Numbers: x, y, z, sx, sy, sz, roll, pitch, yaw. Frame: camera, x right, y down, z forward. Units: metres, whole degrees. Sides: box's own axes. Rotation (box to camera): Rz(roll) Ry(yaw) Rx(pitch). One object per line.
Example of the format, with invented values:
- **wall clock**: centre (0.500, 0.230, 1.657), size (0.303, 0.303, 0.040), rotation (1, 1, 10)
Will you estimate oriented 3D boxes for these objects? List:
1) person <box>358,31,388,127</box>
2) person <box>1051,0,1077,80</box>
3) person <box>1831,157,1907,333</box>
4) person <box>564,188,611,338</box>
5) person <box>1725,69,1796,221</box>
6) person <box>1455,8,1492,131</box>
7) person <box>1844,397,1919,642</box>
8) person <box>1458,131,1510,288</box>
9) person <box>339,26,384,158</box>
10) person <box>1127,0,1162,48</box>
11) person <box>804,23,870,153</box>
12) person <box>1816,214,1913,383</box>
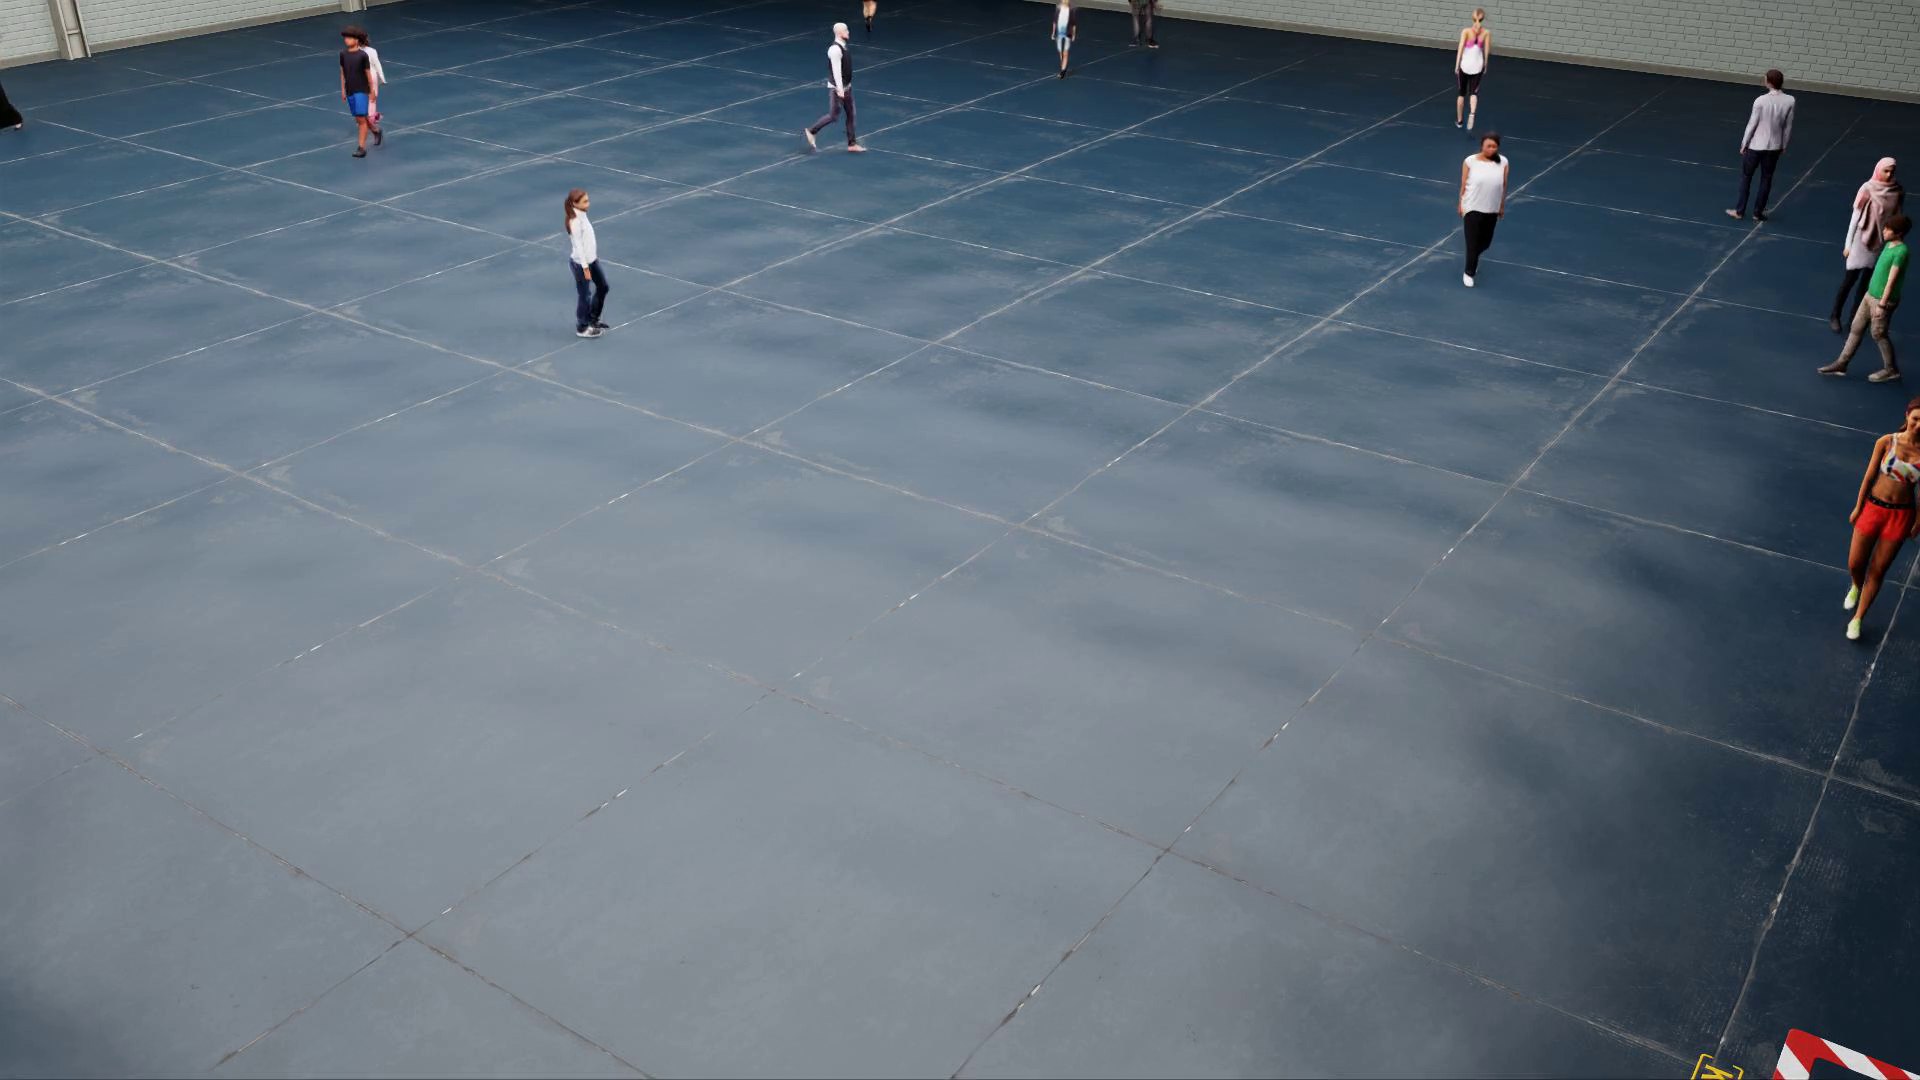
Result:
- **person**: centre (-8.936, -6.927, 25.027), size (0.792, 1.429, 0.927), rotation (4, 28, 8)
- **person**: centre (1.784, -8.600, 28.293), size (0.678, 1.413, 1.010), rotation (10, 29, 19)
- **person**: centre (9.297, -3.021, 17.030), size (0.745, 1.804, 0.776), rotation (0, 27, 1)
- **person**: centre (-3.896, -2.816, 16.918), size (0.712, 1.543, 0.638), rotation (3, 27, 5)
- **person**: centre (9.989, -4.903, 20.646), size (0.787, 1.840, 0.768), rotation (7, 28, 13)
- **person**: centre (7.614, -6.963, 24.728), size (0.921, 1.766, 1.138), rotation (4, 27, 7)
- **person**: centre (6.437, -0.189, 11.552), size (0.641, 1.785, 0.807), rotation (14, 31, 26)
- **person**: centre (5.822, -3.727, 18.548), size (0.962, 1.671, 1.084), rotation (0, 27, 1)
- **person**: centre (-8.493, -6.377, 23.581), size (0.861, 1.774, 1.207), rotation (7, 28, 13)
- **person**: centre (3.334, -9.748, 29.951), size (0.877, 1.685, 0.801), rotation (6, 28, 12)
- **person**: centre (-1.775, -6.366, 23.531), size (1.030, 1.801, 1.186), rotation (6, 28, 11)
- **person**: centre (8.811, -2.270, 15.760), size (0.924, 1.632, 1.000), rotation (4, 28, 8)
